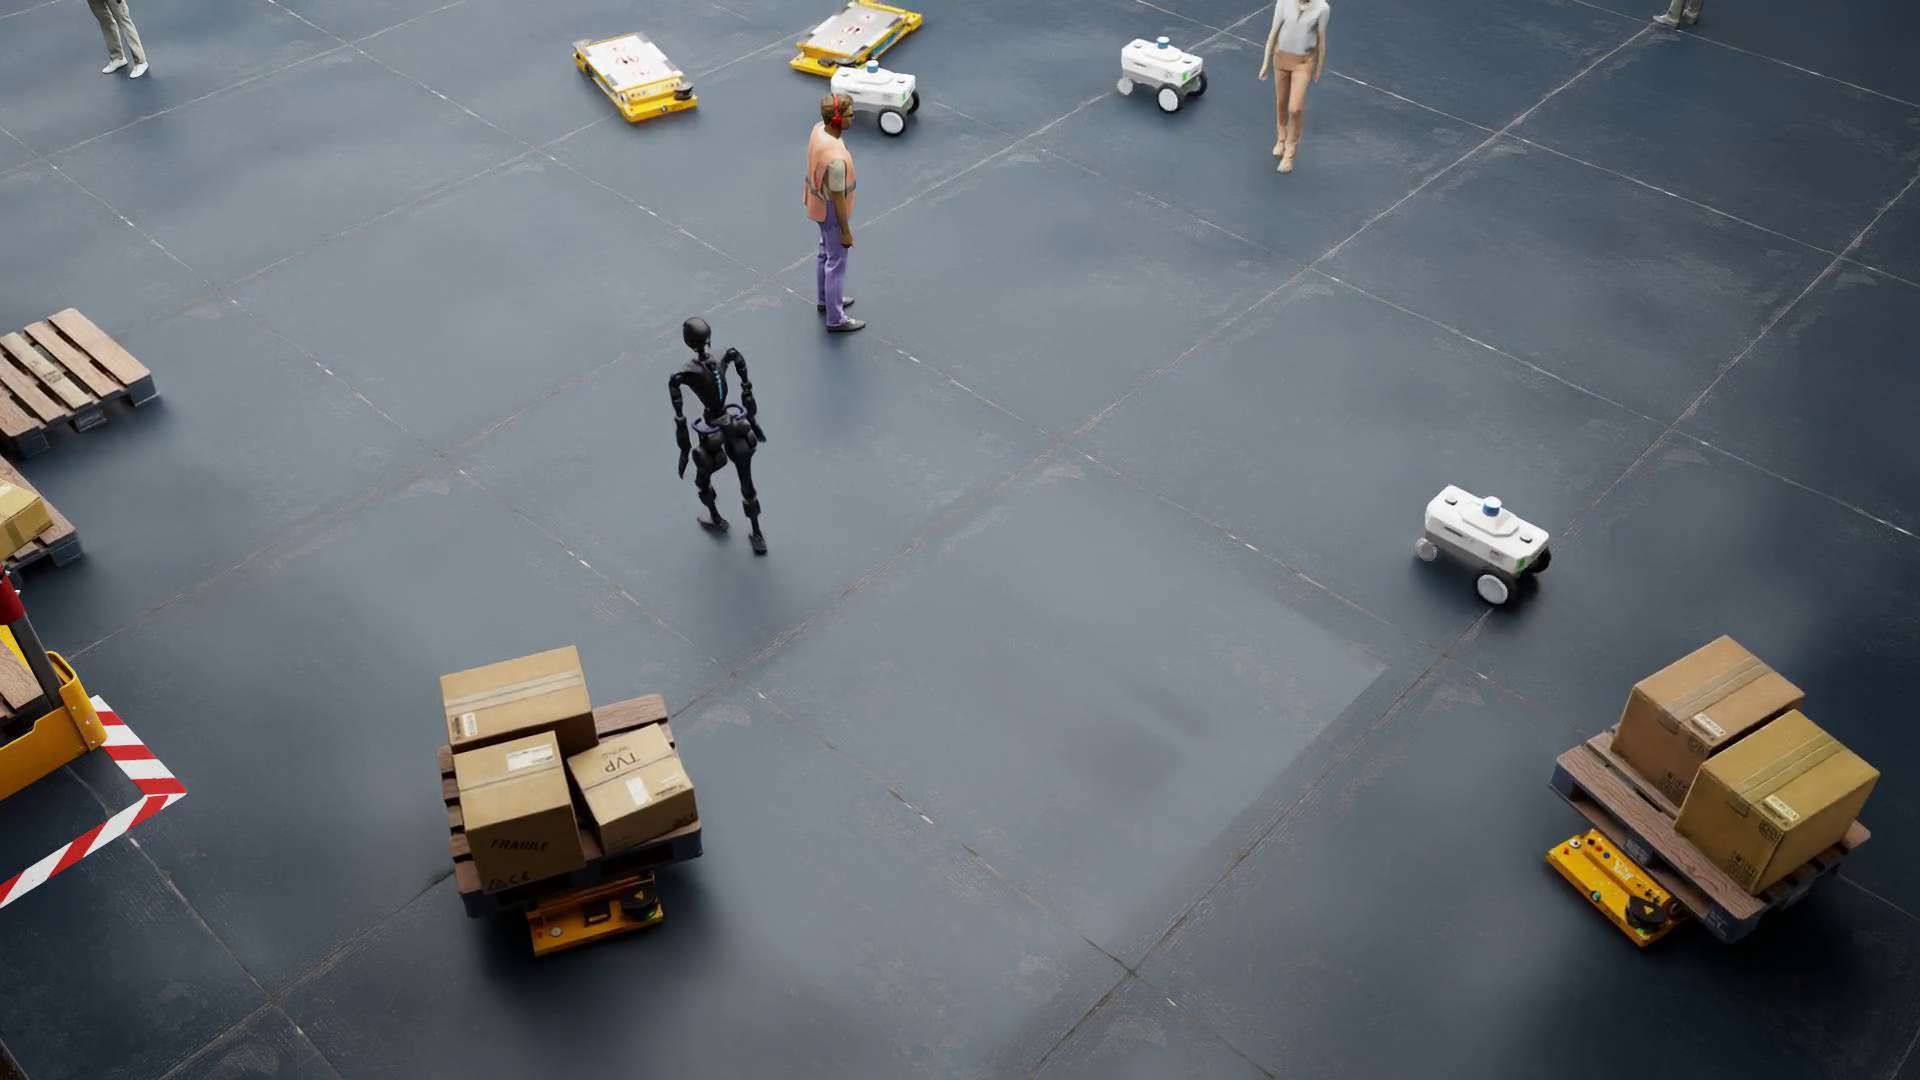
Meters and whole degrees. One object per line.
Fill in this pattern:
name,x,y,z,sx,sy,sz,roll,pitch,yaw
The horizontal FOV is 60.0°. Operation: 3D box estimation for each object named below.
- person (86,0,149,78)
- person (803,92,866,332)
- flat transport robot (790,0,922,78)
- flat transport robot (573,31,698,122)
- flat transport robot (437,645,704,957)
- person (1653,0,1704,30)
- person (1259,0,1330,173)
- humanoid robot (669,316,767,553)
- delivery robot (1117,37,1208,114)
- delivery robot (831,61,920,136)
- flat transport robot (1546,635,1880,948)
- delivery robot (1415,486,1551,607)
person,-7.790,-5.006,15.064,0.521,1.639,0.304,14,44,15
person,-0.921,-2.352,11.973,0.389,1.836,0.558,-11,43,-12
flat transport robot,-0.980,-4.792,15.852,0.659,0.231,1.431,19,45,20
flat transport robot,-3.002,-4.278,15.281,0.659,0.231,1.431,-21,46,-22
flat transport robot,-2.048,1.512,8.845,0.659,0.231,1.431,-13,44,-14
person,7.061,-5.758,15.748,0.570,1.842,0.377,-16,44,-17
person,2.741,-3.909,13.798,0.451,1.709,0.717,18,45,19
humanoid robot,-1.468,-0.636,10.186,0.610,1.632,0.563,-30,50,-29
delivery robot,1.814,-4.247,15.025,0.767,0.583,0.499,26,48,26
delivery robot,-0.737,-3.931,14.684,0.769,0.597,0.510,9,43,10
flat transport robot,3.862,1.563,8.789,1.431,0.231,0.659,-22,47,-23
delivery robot,3.259,0.002,10.315,0.795,0.602,0.499,32,51,30
